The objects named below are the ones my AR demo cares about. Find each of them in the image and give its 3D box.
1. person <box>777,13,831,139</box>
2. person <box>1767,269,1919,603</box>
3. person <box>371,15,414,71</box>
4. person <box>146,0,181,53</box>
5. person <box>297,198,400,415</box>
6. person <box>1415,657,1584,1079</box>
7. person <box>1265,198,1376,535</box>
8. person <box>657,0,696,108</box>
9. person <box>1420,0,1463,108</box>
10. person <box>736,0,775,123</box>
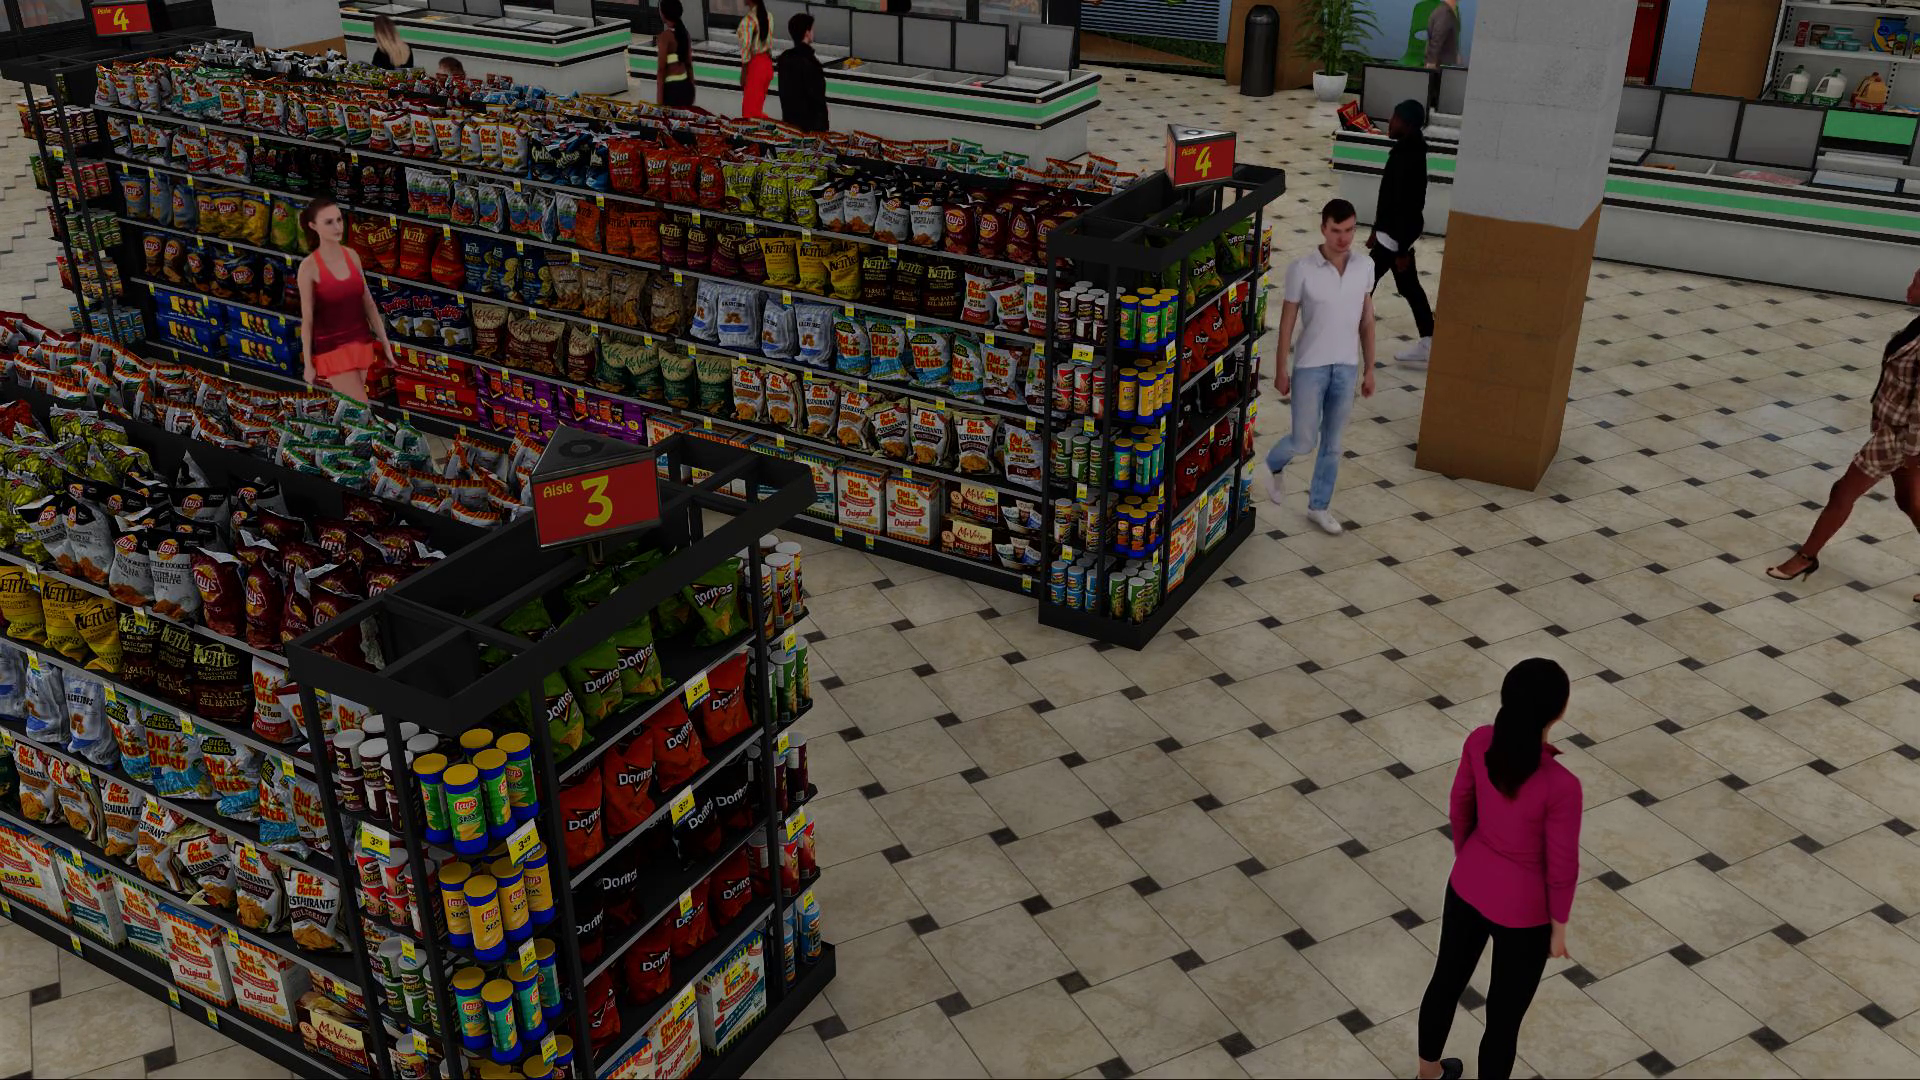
[{"bbox_3d":[-1.332,-3.377,13.702,0.991,1.828,1.036,-21,34,-36],"label":"person"},{"bbox_3d":[4.640,-0.459,8.037,1.073,1.748,0.585,14,30,25],"label":"person"},{"bbox_3d":[-4.873,-3.712,14.519,0.562,1.685,0.630,11,29,20],"label":"person"},{"bbox_3d":[-7.231,-4.097,15.257,0.624,1.706,0.655,6,27,11],"label":"person"},{"bbox_3d":[-3.453,-1.035,9.225,1.154,1.700,0.588,16,31,28],"label":"person"},{"bbox_3d":[1.628,1.092,5.035,0.738,1.696,0.639,-17,31,-30],"label":"person"},{"bbox_3d":[1.897,-0.943,8.894,0.909,1.836,0.972,-8,28,-16],"label":"person"},{"bbox_3d":[-2.474,-3.957,14.948,0.978,1.735,0.551,15,31,27],"label":"person"},{"bbox_3d":[4.355,-4.343,15.544,0.863,1.884,0.823,6,28,12],"label":"person"},{"bbox_3d":[-1.822,-4.296,15.573,1.021,1.774,0.616,13,30,24],"label":"person"}]
